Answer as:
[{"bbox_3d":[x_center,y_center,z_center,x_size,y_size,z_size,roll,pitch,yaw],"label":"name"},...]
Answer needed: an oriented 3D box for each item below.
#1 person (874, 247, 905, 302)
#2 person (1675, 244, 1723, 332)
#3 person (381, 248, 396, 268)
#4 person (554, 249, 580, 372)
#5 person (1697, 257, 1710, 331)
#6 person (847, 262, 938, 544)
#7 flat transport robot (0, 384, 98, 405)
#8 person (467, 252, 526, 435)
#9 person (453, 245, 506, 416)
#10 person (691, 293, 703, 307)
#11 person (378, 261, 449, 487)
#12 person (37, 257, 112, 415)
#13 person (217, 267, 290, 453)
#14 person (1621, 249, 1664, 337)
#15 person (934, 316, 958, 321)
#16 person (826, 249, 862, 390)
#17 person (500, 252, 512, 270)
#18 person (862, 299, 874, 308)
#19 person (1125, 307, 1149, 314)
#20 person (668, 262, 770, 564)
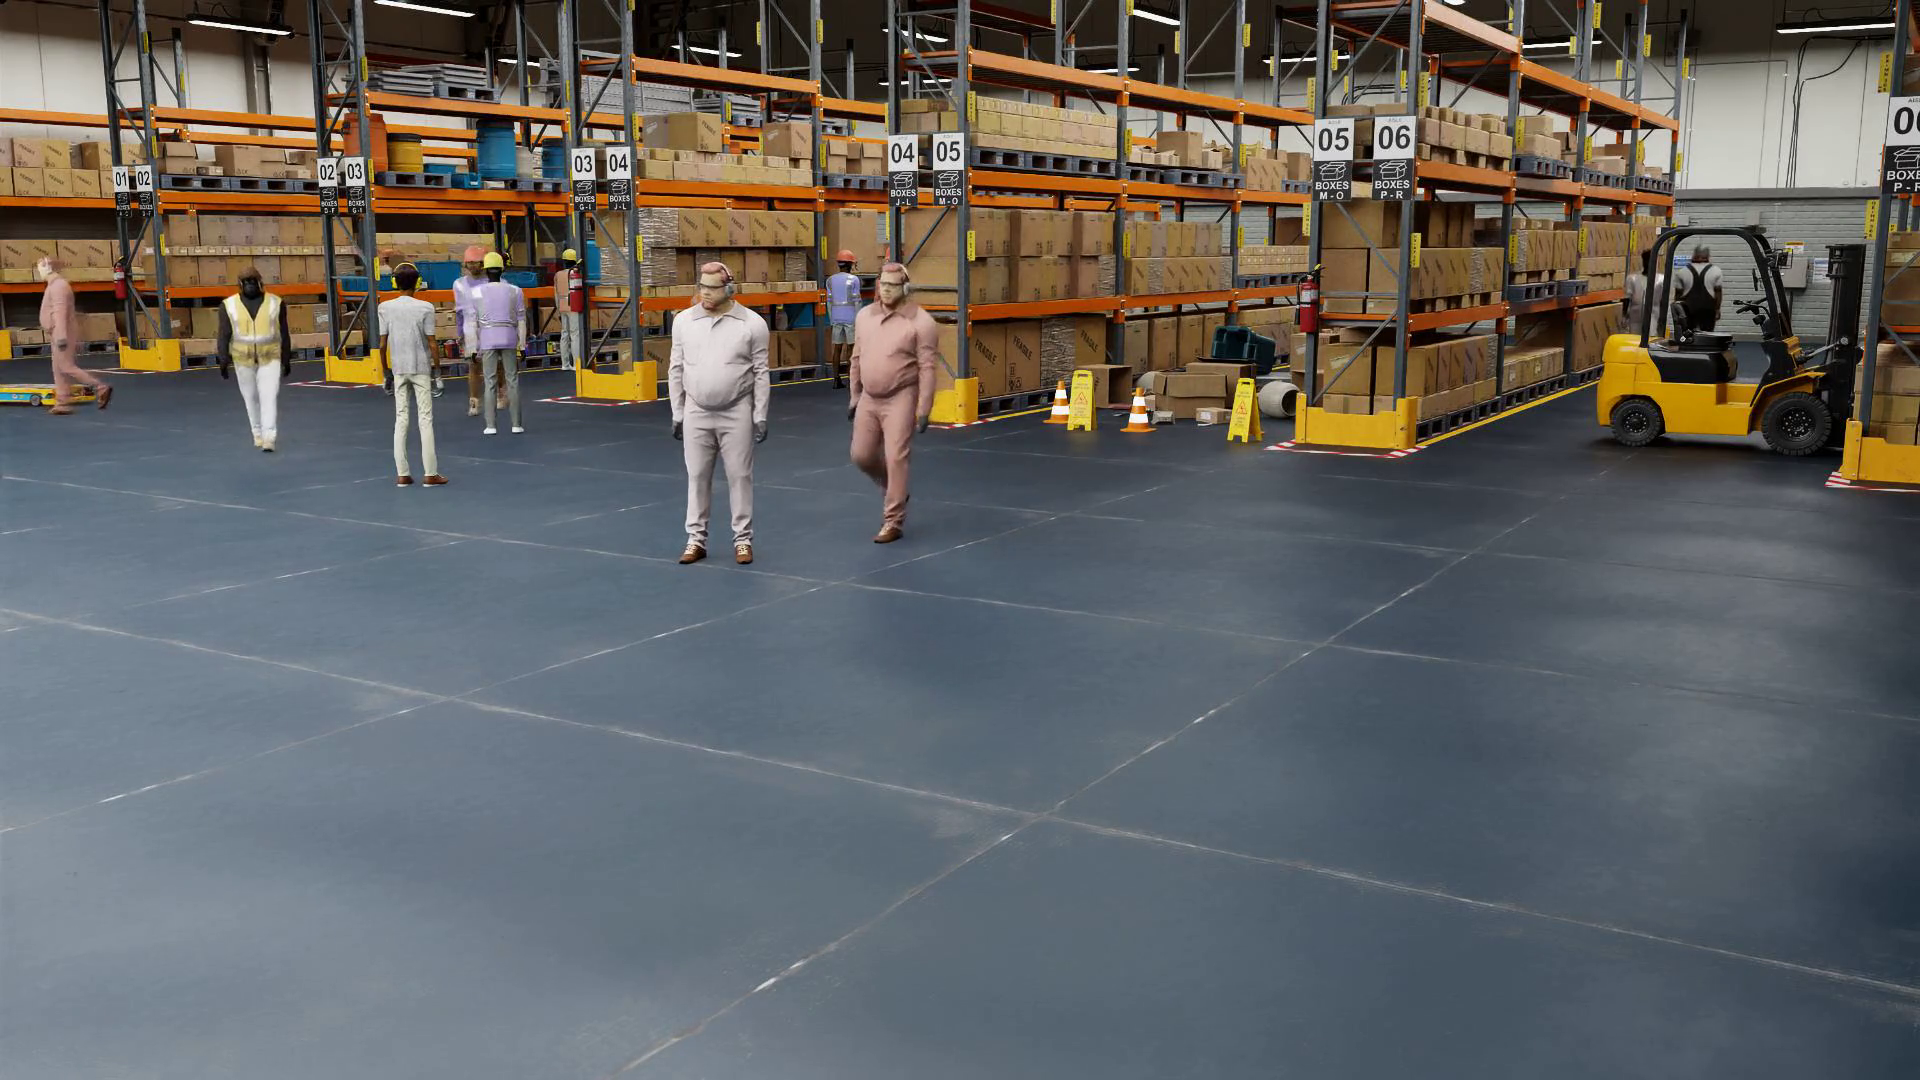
[{"bbox_3d":[-0.793,-2.638,20.593,0.608,1.995,0.377,4,11,19],"label":"person"},{"bbox_3d":[11.863,-3.750,26.693,0.708,2.000,0.969,6,12,30],"label":"person"},{"bbox_3d":[-11.082,-4.697,32.341,0.544,1.925,0.448,6,12,30],"label":"person"},{"bbox_3d":[-6.150,-3.625,26.307,0.585,1.929,0.371,7,12,35],"label":"person"},{"bbox_3d":[12.574,-3.988,28.401,0.641,1.918,0.834,5,11,25],"label":"person"},{"bbox_3d":[-0.476,-0.946,11.396,0.695,1.893,0.610,6,12,31],"label":"person"},{"bbox_3d":[-11.726,-1.844,20.976,1.431,0.197,0.652,2,10,10],"label":"flat transport robot"},{"bbox_3d":[-4.887,-2.071,17.601,0.587,1.929,0.360,-4,11,-20],"label":"person"},{"bbox_3d":[-5.681,-2.504,19.827,0.627,2.013,0.990,0,10,0],"label":"person"},{"bbox_3d":[-3.117,-2.528,20.813,0.540,1.695,0.318,5,11,27],"label":"person"},{"bbox_3d":[-4.558,-1.375,13.853,0.531,1.876,0.317,1,10,4],"label":"person"},{"bbox_3d":[-10.529,-2.408,19.685,0.686,1.872,0.690,-5,11,-28],"label":"person"},{"bbox_3d":[-6.895,-1.759,16.266,0.648,1.791,0.975,-4,11,-19],"label":"person"},{"bbox_3d":[10.119,-3.323,24.572,0.606,1.943,0.655,6,12,30],"label":"person"},{"bbox_3d":[-0.106,-3.311,24.360,0.614,2.000,0.949,7,12,35],"label":"person"},{"bbox_3d":[-1.584,-3.054,23.084,0.544,1.938,0.355,5,11,28],"label":"person"},{"bbox_3d":[-7.724,-3.976,28.439,0.512,1.872,0.328,5,11,26],"label":"person"},{"bbox_3d":[-1.699,-4.571,31.882,0.563,1.835,0.399,2,10,11],"label":"person"},{"bbox_3d":[3.153,-4.221,29.894,0.429,1.839,0.634,-10,14,-44],"label":"person"},{"bbox_3d":[-1.526,-0.788,10.499,0.637,1.904,0.403,0,10,3],"label":"person"}]
